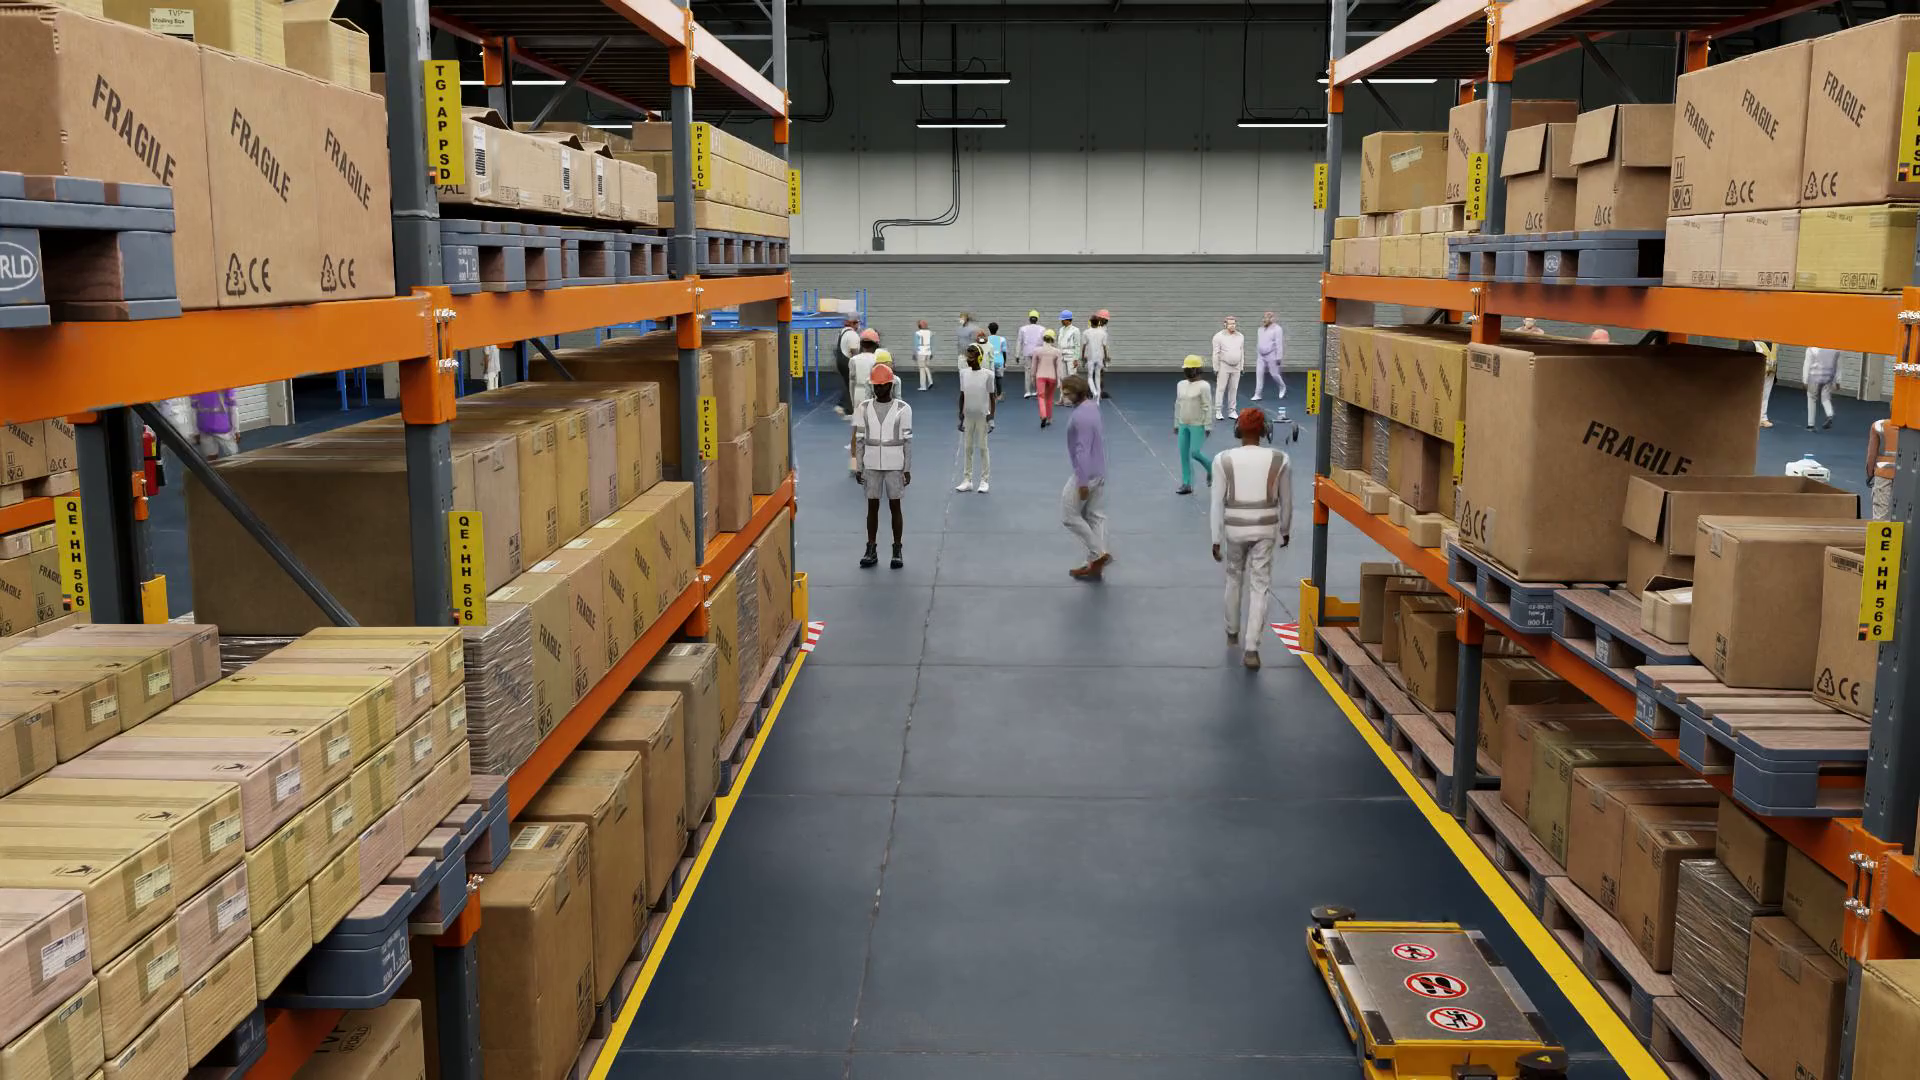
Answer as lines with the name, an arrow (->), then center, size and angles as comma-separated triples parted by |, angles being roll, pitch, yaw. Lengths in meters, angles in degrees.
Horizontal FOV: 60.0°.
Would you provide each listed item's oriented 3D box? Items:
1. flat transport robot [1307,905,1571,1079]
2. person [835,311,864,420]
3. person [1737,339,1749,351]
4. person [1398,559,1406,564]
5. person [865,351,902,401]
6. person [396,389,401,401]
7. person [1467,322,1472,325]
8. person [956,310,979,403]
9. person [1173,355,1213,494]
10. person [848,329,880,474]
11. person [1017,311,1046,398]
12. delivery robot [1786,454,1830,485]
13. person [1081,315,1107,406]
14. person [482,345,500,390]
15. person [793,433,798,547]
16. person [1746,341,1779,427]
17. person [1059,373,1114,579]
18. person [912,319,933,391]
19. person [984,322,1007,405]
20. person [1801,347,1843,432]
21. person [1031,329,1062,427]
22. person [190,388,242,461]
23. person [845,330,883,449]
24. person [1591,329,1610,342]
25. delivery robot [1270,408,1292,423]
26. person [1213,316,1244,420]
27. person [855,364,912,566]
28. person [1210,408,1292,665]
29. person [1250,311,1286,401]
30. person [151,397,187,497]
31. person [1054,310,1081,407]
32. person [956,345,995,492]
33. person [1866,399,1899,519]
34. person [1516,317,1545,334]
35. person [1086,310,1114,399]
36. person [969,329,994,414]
flat transport robot -> 1.774, 1.744, 6.315 | 0.652, 0.197, 1.431 | 0, 9, 1
person -> -2.023, -3.226, 30.798 | 0.545, 2.000, 0.719 | -4, 10, -24
person -> 17.645, -4.209, 37.284 | 0.504, 1.813, 0.941 | 7, 12, 37
person -> 3.887, -0.335, 13.550 | 0.637, 1.971, 0.825 | -5, 11, -26
person -> -1.006, -1.618, 21.937 | 0.487, 1.741, 0.312 | 1, 10, 6
person -> -8.865, -2.345, 26.732 | 0.837, 1.597, 0.516 | -1, 10, -7
person -> 10.428, -3.627, 34.101 | 0.317, 1.696, 0.539 | -5, 11, -27
person -> 0.201, -3.823, 34.634 | 0.554, 1.923, 0.626 | -7, 12, -37
person -> 2.964, -1.466, 20.998 | 0.505, 1.753, 0.530 | -8, 12, -40
person -> -1.262, -1.917, 23.004 | 0.625, 1.982, 1.110 | 4, 10, 25
person -> 1.543, -4.001, 35.865 | 0.639, 1.862, 1.026 | 1, 9, 4
delivery robot -> 10.454, -0.815, 20.515 | 0.477, 0.478, 0.707 | 2, 10, 11
person -> 2.734, -3.647, 33.794 | 0.562, 1.841, 0.585 | -1, 10, -5
person -> -8.440, -3.009, 29.919 | 0.311, 1.863, 0.510 | 1, 10, 7
person -> -1.640, -0.318, 13.891 | 0.654, 1.827, 0.502 | -7, 12, -35
person -> 14.203, -2.920, 29.430 | 0.632, 1.843, 0.429 | -3, 10, -16
person -> 1.130, -0.568, 15.161 | 0.444, 1.902, 0.731 | 2, 10, 14
person -> -0.840, -4.193, 37.702 | 0.358, 1.625, 0.535 | 9, 13, 42
person -> 0.683, -3.638, 34.210 | 0.526, 1.667, 0.697 | -2, 10, -11
person -> 14.818, -2.763, 28.571 | 0.630, 1.809, 0.555 | 1, 10, 5
person -> 1.532, -2.879, 29.485 | 0.531, 1.730, 0.823 | 0, 9, -1
person -> -8.823, -1.334, 19.691 | 0.568, 1.920, 0.518 | 0, 9, 1
person -> -1.353, -2.382, 26.131 | 1.022, 1.874, 0.600 | -6, 11, -30
person -> 9.159, -2.075, 24.024 | 0.622, 1.966, 0.929 | -1, 10, -9
delivery robot -> 5.238, -2.041, 27.064 | 0.335, 0.223, 0.698 | 3, 9, 16
person -> 4.995, -3.187, 30.838 | 0.651, 1.906, 0.403 | -4, 10, -20
person -> -0.735, -0.714, 15.932 | 0.551, 1.936, 0.356 | 2, 10, 9
person -> 2.145, -0.057, 12.267 | 0.588, 1.837, 0.938 | 2, 10, 11
person -> 6.557, -3.906, 35.247 | 0.868, 1.882, 0.658 | -9, 13, -43
person -> -9.860, -1.451, 20.462 | 0.984, 1.891, 0.633 | -8, 13, -41
person -> 2.179, -3.679, 33.682 | 0.402, 1.941, 0.602 | -7, 12, -36
person -> 0.204, -1.544, 21.122 | 0.514, 1.865, 0.327 | 5, 11, 27
person -> 9.086, -0.602, 16.154 | 0.523, 1.638, 0.311 | 7, 11, 34
person -> 11.151, -3.496, 32.693 | 0.649, 1.904, 0.401 | 2, 10, 10
person -> 3.037, -3.923, 35.267 | 0.853, 1.895, 0.570 | 6, 11, 32
person -> 0.411, -3.219, 31.845 | 0.498, 1.633, 0.286 | 0, 9, 0
